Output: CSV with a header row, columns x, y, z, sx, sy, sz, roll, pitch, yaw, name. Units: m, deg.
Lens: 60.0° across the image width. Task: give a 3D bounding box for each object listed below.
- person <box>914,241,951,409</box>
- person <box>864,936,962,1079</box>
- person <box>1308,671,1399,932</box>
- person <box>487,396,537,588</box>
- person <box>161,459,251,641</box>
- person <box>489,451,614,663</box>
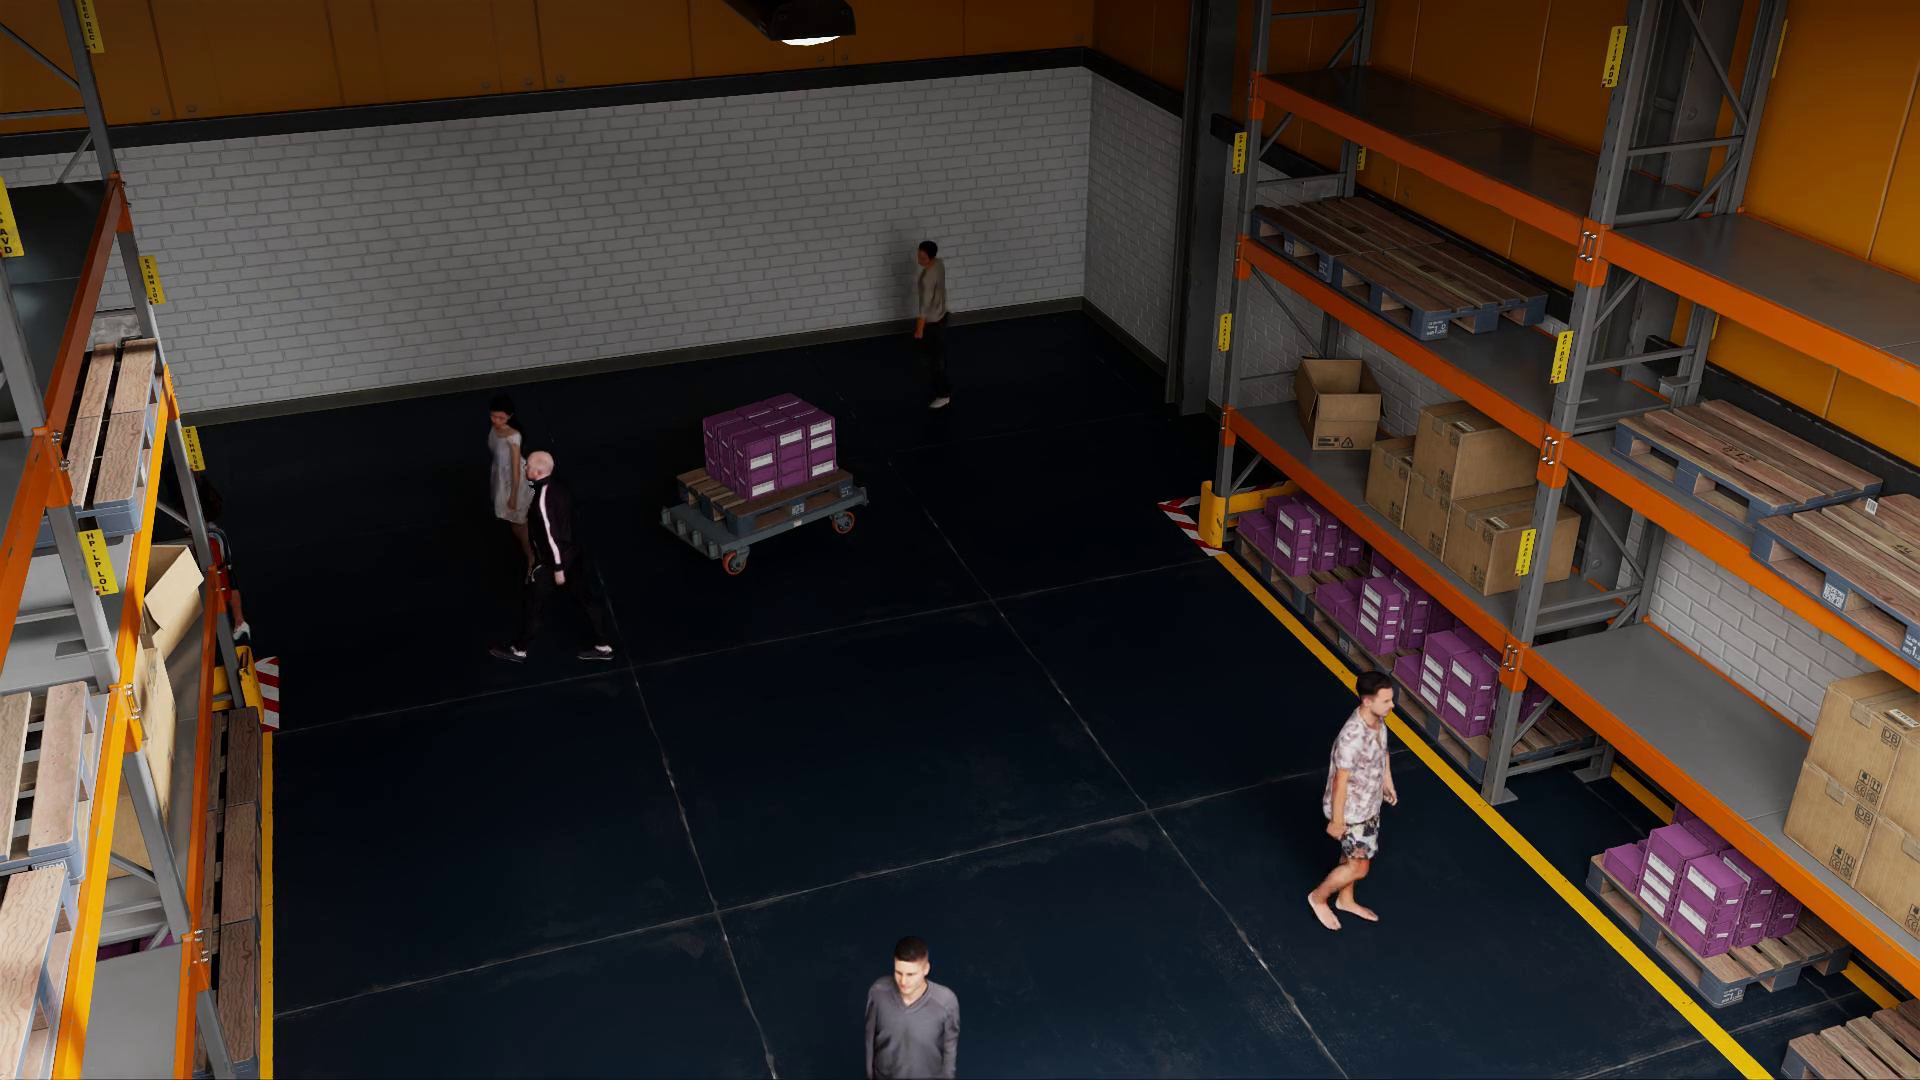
x,y,z,sx,sy,sz,roll,pitch,yaw,name
-0.249,-2.273,17.069,0.891,1.772,0.758,14,32,24,person
-0.240,2.632,8.088,0.699,1.761,0.699,4,29,7,person
2.332,1.536,10.051,0.857,1.805,0.818,17,33,28,person
-3.684,-0.451,13.752,0.840,1.750,0.639,-11,30,-19,person
-5.759,0.106,12.879,0.743,1.608,0.671,3,29,5,person
-2.933,0.179,12.548,1.083,1.796,1.201,2,29,4,person
